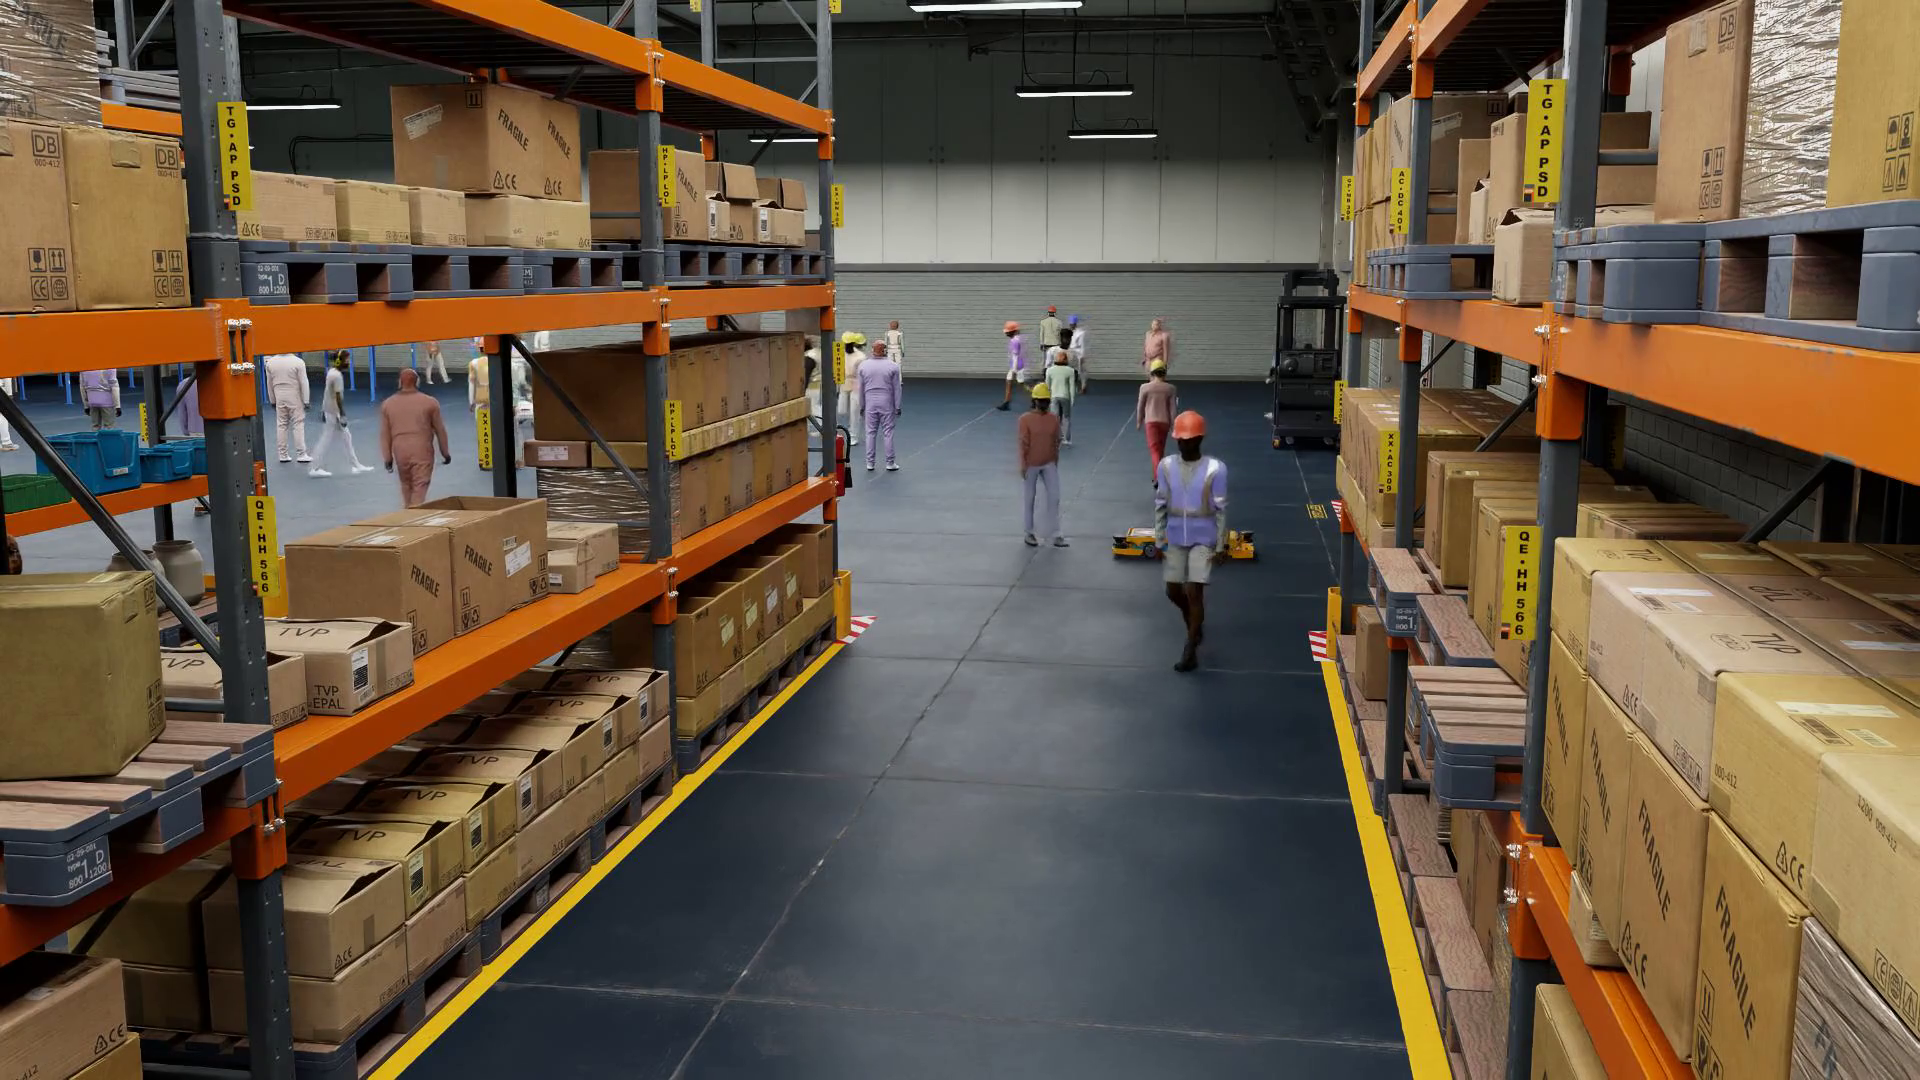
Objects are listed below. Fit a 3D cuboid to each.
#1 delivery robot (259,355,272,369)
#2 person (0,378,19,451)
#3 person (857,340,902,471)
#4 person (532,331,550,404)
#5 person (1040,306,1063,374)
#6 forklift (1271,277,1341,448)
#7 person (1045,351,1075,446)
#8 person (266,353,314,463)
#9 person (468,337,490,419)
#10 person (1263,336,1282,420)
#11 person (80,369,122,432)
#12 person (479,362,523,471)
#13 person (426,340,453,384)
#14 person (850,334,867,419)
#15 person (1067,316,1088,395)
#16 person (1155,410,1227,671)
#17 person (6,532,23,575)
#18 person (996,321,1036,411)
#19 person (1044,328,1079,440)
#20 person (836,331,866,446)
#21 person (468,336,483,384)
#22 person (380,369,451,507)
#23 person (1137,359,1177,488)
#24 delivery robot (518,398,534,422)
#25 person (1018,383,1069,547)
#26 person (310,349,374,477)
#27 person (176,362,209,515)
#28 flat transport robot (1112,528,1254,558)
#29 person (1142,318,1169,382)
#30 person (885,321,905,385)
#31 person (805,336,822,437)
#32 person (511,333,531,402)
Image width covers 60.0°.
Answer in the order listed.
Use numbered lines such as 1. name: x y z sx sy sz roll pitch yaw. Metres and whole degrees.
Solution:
1. delivery robot: -19.795 -5.084 47.585 0.707 0.478 0.477 1 9 9
2. person: -15.724 -2.404 27.122 0.583 1.882 0.337 1 9 9
3. person: -1.166 -1.970 24.386 0.651 1.904 0.403 1 9 9
4. person: -9.011 -3.882 35.764 0.398 2.040 0.614 -5 11 -29
5. person: 2.425 -5.191 43.979 0.622 1.990 0.396 1 9 9
6. forklift: 5.847 -3.016 27.970 1.129 2.768 1.873 1 9 9
7. person: 1.654 -2.329 27.552 0.506 1.582 0.730 1 9 8
8. person: -10.226 -2.138 25.418 0.651 1.906 0.403 1 9 9
9. person: -7.286 -2.185 25.724 0.560 1.902 0.857 -2 9 -11
10. person: 6.248 -3.119 32.255 0.538 1.650 0.868 -9 13 -43
11. person: -12.739 -2.035 24.716 0.593 1.924 0.381 1 9 9
12. person: -6.709 -1.947 24.231 0.622 1.908 0.929 3 10 16
13. person: -13.439 -4.779 42.651 0.863 1.586 0.537 5 10 27
14. person: -1.973 -3.222 32.757 0.338 1.697 0.632 1 9 4
15. person: 2.698 -4.318 38.962 0.625 1.877 1.100 6 11 34
16. person: 1.735 -0.021 12.360 0.542 1.917 0.647 5 10 26
17. person: -4.841 0.753 8.425 0.507 1.632 0.265 1 9 9
18. person: 1.250 -3.654 34.891 0.929 1.882 0.587 -1 9 -8
19. person: 1.787 -2.682 28.702 0.650 1.925 0.772 -5 11 -29
20. person: -1.838 -2.537 27.842 0.601 1.910 0.419 5 10 27
21. person: -11.838 -4.621 41.095 0.781 1.797 0.574 6 11 35
22. person: -5.966 -0.942 18.224 0.657 1.853 1.014 0 9 2
23. person: 2.702 -1.591 22.602 0.520 1.725 0.881 -2 9 -10
24. delivery robot: -8.199 -2.431 31.221 0.707 0.478 0.477 1 9 9
25. person: 0.870 -0.772 17.522 0.541 1.733 0.818 -3 10 -20
26. person: -8.831 -1.805 23.662 0.953 1.804 0.504 -3 10 -20
27. person: -9.029 -1.264 19.933 0.635 1.936 0.353 1 9 9
28. flat transport robot: 2.319 0.022 17.257 1.431 0.197 0.652 1 9 9
29. person: 4.392 -4.023 37.099 0.693 1.884 0.649 -7 12 -37
30. person: -1.674 -4.783 42.557 0.522 1.636 0.310 1 9 9
31. person: -2.719 -2.688 29.183 0.822 1.788 0.699 -2 9 -10
32. person: -9.783 -3.843 36.796 0.540 1.624 0.425 2 9 14
